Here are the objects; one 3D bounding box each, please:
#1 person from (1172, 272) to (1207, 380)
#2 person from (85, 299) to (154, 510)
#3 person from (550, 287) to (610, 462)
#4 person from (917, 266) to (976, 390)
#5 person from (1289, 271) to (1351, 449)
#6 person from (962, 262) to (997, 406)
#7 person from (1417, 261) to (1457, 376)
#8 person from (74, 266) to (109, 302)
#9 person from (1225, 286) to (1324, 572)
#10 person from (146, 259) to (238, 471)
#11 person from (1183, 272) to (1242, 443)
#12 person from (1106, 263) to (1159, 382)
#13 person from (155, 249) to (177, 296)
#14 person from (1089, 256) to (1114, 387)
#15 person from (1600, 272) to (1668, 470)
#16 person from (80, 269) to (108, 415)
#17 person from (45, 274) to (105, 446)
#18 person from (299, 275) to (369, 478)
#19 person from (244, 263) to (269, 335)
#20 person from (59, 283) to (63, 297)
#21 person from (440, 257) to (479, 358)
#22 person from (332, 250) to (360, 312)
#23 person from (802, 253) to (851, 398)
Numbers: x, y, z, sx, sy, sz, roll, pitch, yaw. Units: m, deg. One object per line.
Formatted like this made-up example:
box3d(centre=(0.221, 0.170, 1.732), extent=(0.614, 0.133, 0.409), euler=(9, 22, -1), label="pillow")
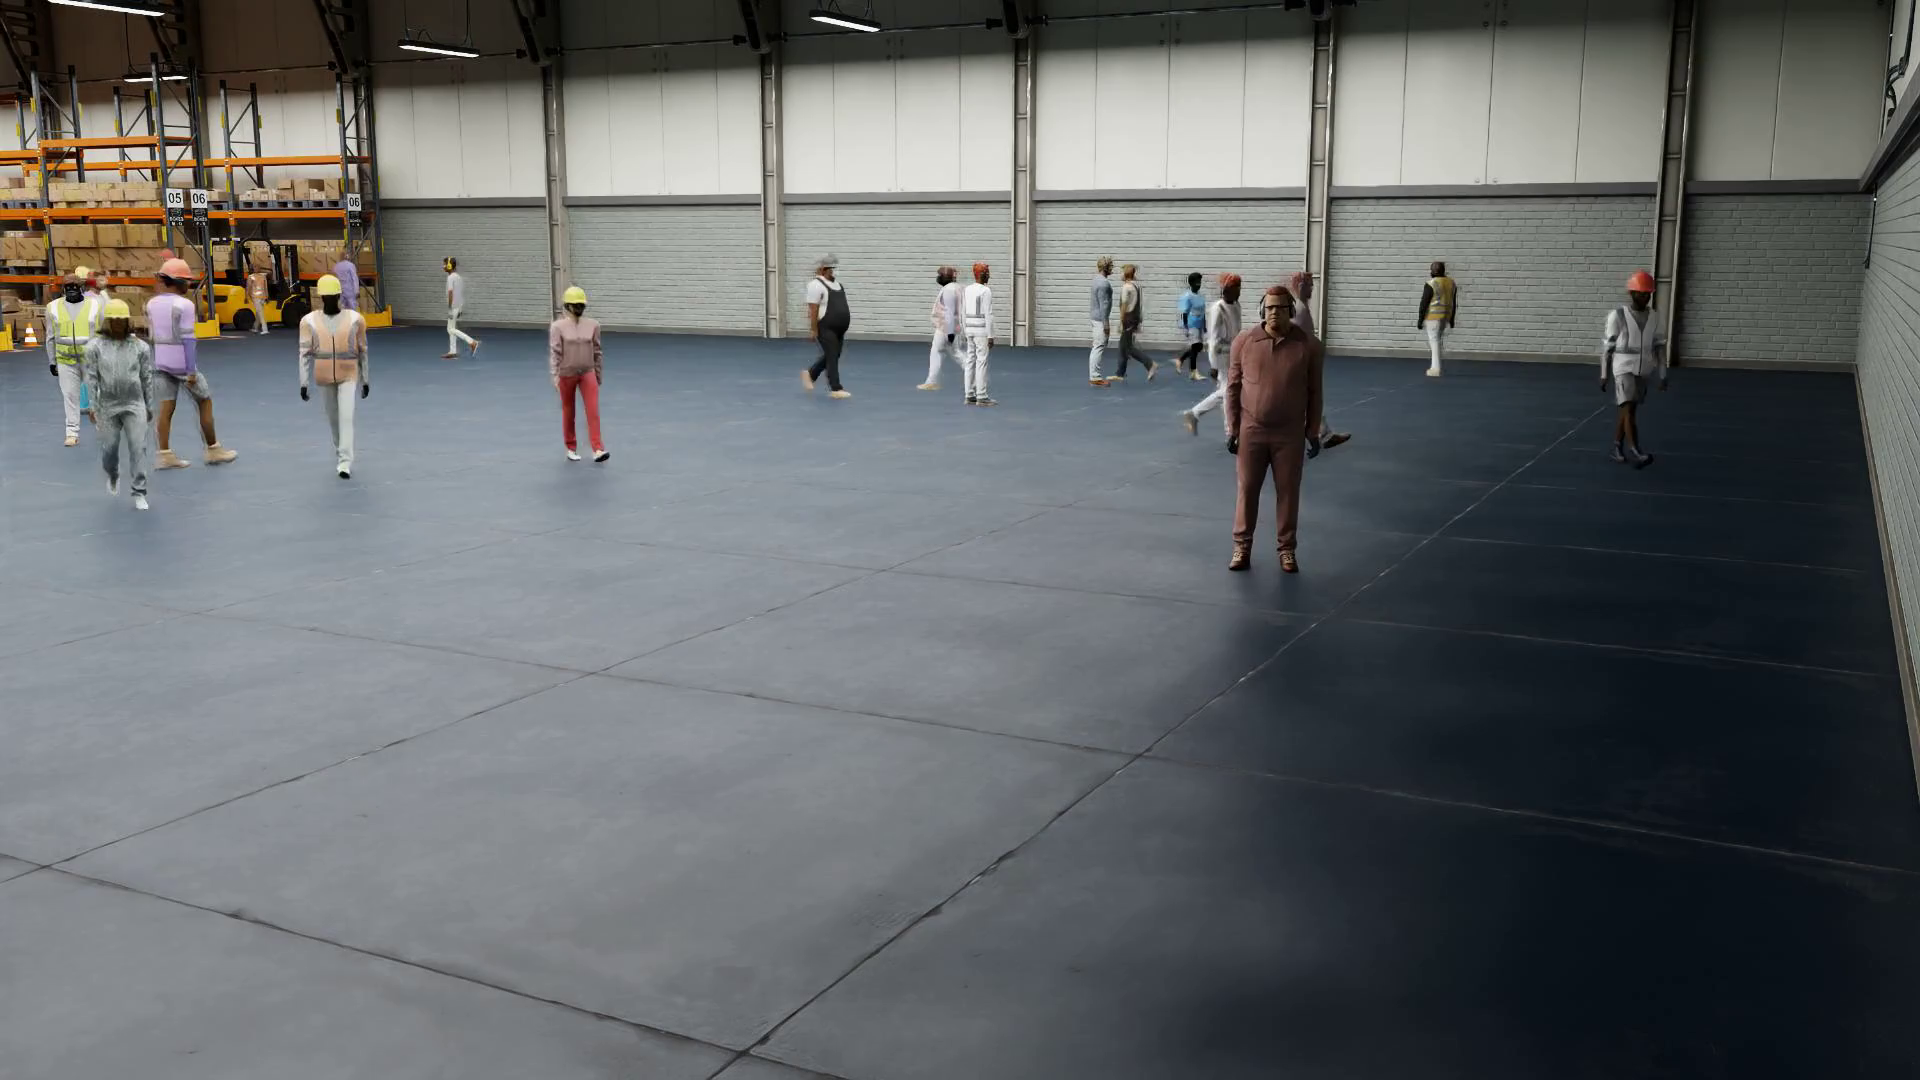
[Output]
box3d(centre=(3.572, -3.322, 25.844), extent=(0.565, 1.675, 0.543), euler=(8, 13, 36), label="person")
box3d(centre=(-6.923, -1.124, 13.707), extent=(0.510, 1.730, 0.594), euler=(-7, 12, -33), label="person")
box3d(centre=(-3.735, -1.610, 16.344), extent=(0.548, 1.722, 0.882), euler=(-6, 12, -28), label="person")
box3d(centre=(-0.131, -3.081, 24.186), extent=(0.906, 1.813, 0.627), euler=(1, 10, 8), label="person")
box3d(centre=(3.610, -1.869, 17.415), extent=(0.963, 1.856, 0.678), euler=(-1, 10, -3), label="person")
box3d(centre=(0.249, -2.721, 22.011), extent=(0.338, 1.882, 0.582), euler=(-7, 13, -35), label="person")
box3d(centre=(7.558, -3.531, 26.580), extent=(0.660, 1.823, 0.595), euler=(-6, 12, -30), label="person")
box3d(centre=(-12.251, -2.919, 23.315), extent=(0.621, 1.792, 0.872), euler=(-1, 10, -6), label="person")
box3d(centre=(2.088, -0.733, 11.105), extent=(0.640, 1.910, 0.401), euler=(2, 11, 13), label="person")
box3d(centre=(-7.460, -1.695, 16.086), extent=(0.612, 2.012, 0.890), euler=(4, 11, 23), label="person")
box3d(centre=(2.782, -1.956, 17.944), extent=(0.769, 1.855, 0.633), euler=(7, 12, 33), label="person")
box3d(centre=(2.644, -3.307, 25.389), extent=(0.768, 1.829, 0.526), euler=(4, 11, 19), label="person")
box3d(centre=(-16.374, -5.007, 34.293), extent=(0.573, 1.947, 0.641), euler=(-5, 12, -27), label="person")
box3d(centre=(2.103, -3.243, 24.747), extent=(0.360, 1.933, 0.625), euler=(-1, 10, -4), label="person")
box3d(centre=(6.562, -1.640, 16.129), extent=(0.564, 1.879, 1.022), euler=(-1, 10, -6), label="person")
box3d(centre=(-10.702, -2.470, 20.829), extent=(0.826, 1.810, 0.588), euler=(-2, 11, -9), label="person")
box3d(centre=(-9.401, -1.915, 17.758), extent=(0.627, 1.835, 0.428), euler=(-3, 11, -17), label="person")
box3d(centre=(-5.847, -1.530, 15.550), extent=(0.605, 1.865, 1.016), euler=(-3, 11, -14), label="person")
box3d(centre=(-15.978, -5.457, 37.667), extent=(0.812, 1.603, 0.536), euler=(5, 11, 24), label="person")
box3d(centre=(-21.683, -6.080, 40.339), extent=(0.787, 1.884, 0.650), euler=(5, 12, 26), label="person")
box3d(centre=(-9.148, -4.216, 30.247), extent=(0.658, 1.850, 0.530), euler=(0, 10, 0), label="person")
box3d(centre=(-14.143, -5.728, 38.412), extent=(0.701, 1.891, 0.405), euler=(6, 12, 28), label="person")
box3d(centre=(-1.890, -3.017, 23.196), extent=(0.865, 2.000, 0.691), euler=(6, 12, 29), label="person")
